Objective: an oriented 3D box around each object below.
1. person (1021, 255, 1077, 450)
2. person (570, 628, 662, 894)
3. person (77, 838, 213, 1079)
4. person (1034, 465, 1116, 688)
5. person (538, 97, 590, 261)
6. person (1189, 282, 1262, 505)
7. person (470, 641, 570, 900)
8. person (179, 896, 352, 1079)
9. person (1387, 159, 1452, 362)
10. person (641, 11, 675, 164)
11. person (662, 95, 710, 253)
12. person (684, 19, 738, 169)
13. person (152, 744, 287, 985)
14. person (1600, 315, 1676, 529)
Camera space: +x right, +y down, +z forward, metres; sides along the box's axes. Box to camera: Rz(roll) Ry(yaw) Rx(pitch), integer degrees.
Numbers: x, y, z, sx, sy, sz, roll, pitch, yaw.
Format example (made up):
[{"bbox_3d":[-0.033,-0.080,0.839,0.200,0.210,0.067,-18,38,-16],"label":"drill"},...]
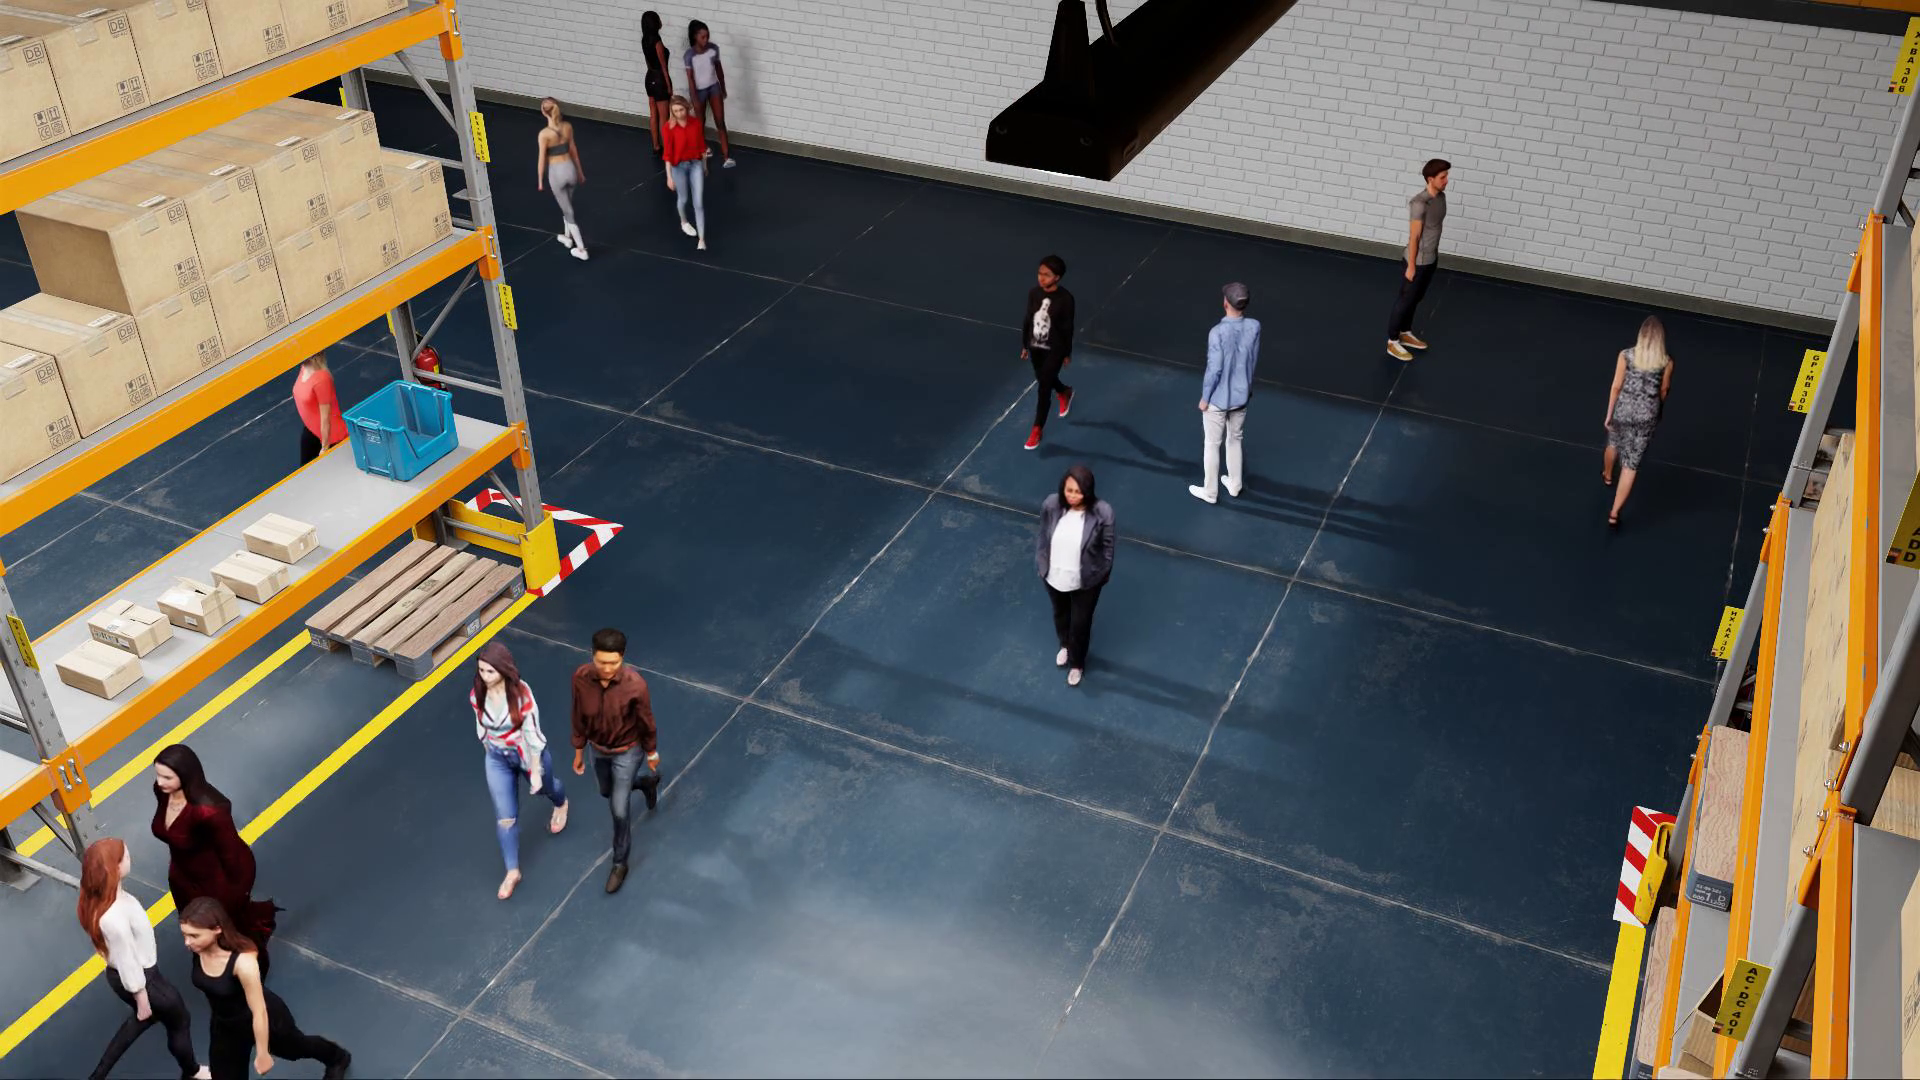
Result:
[{"bbox_3d":[0.776,-1.633,14.001,0.709,1.645,1.106,20,39,28],"label":"person"},{"bbox_3d":[-1.969,1.171,9.691,0.746,1.746,1.107,11,35,16],"label":"person"},{"bbox_3d":[-4.103,2.207,8.140,1.047,1.738,0.856,-26,41,-33],"label":"person"},{"bbox_3d":[0.794,0.171,11.341,0.694,1.584,0.726,12,35,17],"label":"person"},{"bbox_3d":[-4.011,-3.672,17.034,0.837,1.682,0.878,29,43,36],"label":"person"},{"bbox_3d":[2.094,-1.151,13.057,0.703,1.887,0.796,-16,37,-23],"label":"person"},{"bbox_3d":[-2.550,1.234,9.750,0.826,1.575,1.140,3,34,5],"label":"person"},{"bbox_3d":[-3.381,2.299,8.085,0.619,1.645,1.150,13,36,19],"label":"person"},{"bbox_3d":[4.207,-2.587,15.213,0.769,1.892,0.573,25,41,32],"label":"person"},{"bbox_3d":[-3.526,-5.306,19.441,0.686,1.740,0.683,-22,39,-29],"label":"person"},{"bbox_3d":[-2.861,-3.866,17.371,1.144,1.633,1.173,-16,37,-23],"label":"person"},{"bbox_3d":[-2.997,-5.197,19.332,1.232,1.679,1.207,-18,38,-25],"label":"person"},{"bbox_3d":[-3.908,1.708,8.886,0.714,1.742,0.798,20,39,27],"label":"person"},{"bbox_3d":[5.202,-0.877,12.856,0.567,1.653,1.134,14,36,21],"label":"person"}]
